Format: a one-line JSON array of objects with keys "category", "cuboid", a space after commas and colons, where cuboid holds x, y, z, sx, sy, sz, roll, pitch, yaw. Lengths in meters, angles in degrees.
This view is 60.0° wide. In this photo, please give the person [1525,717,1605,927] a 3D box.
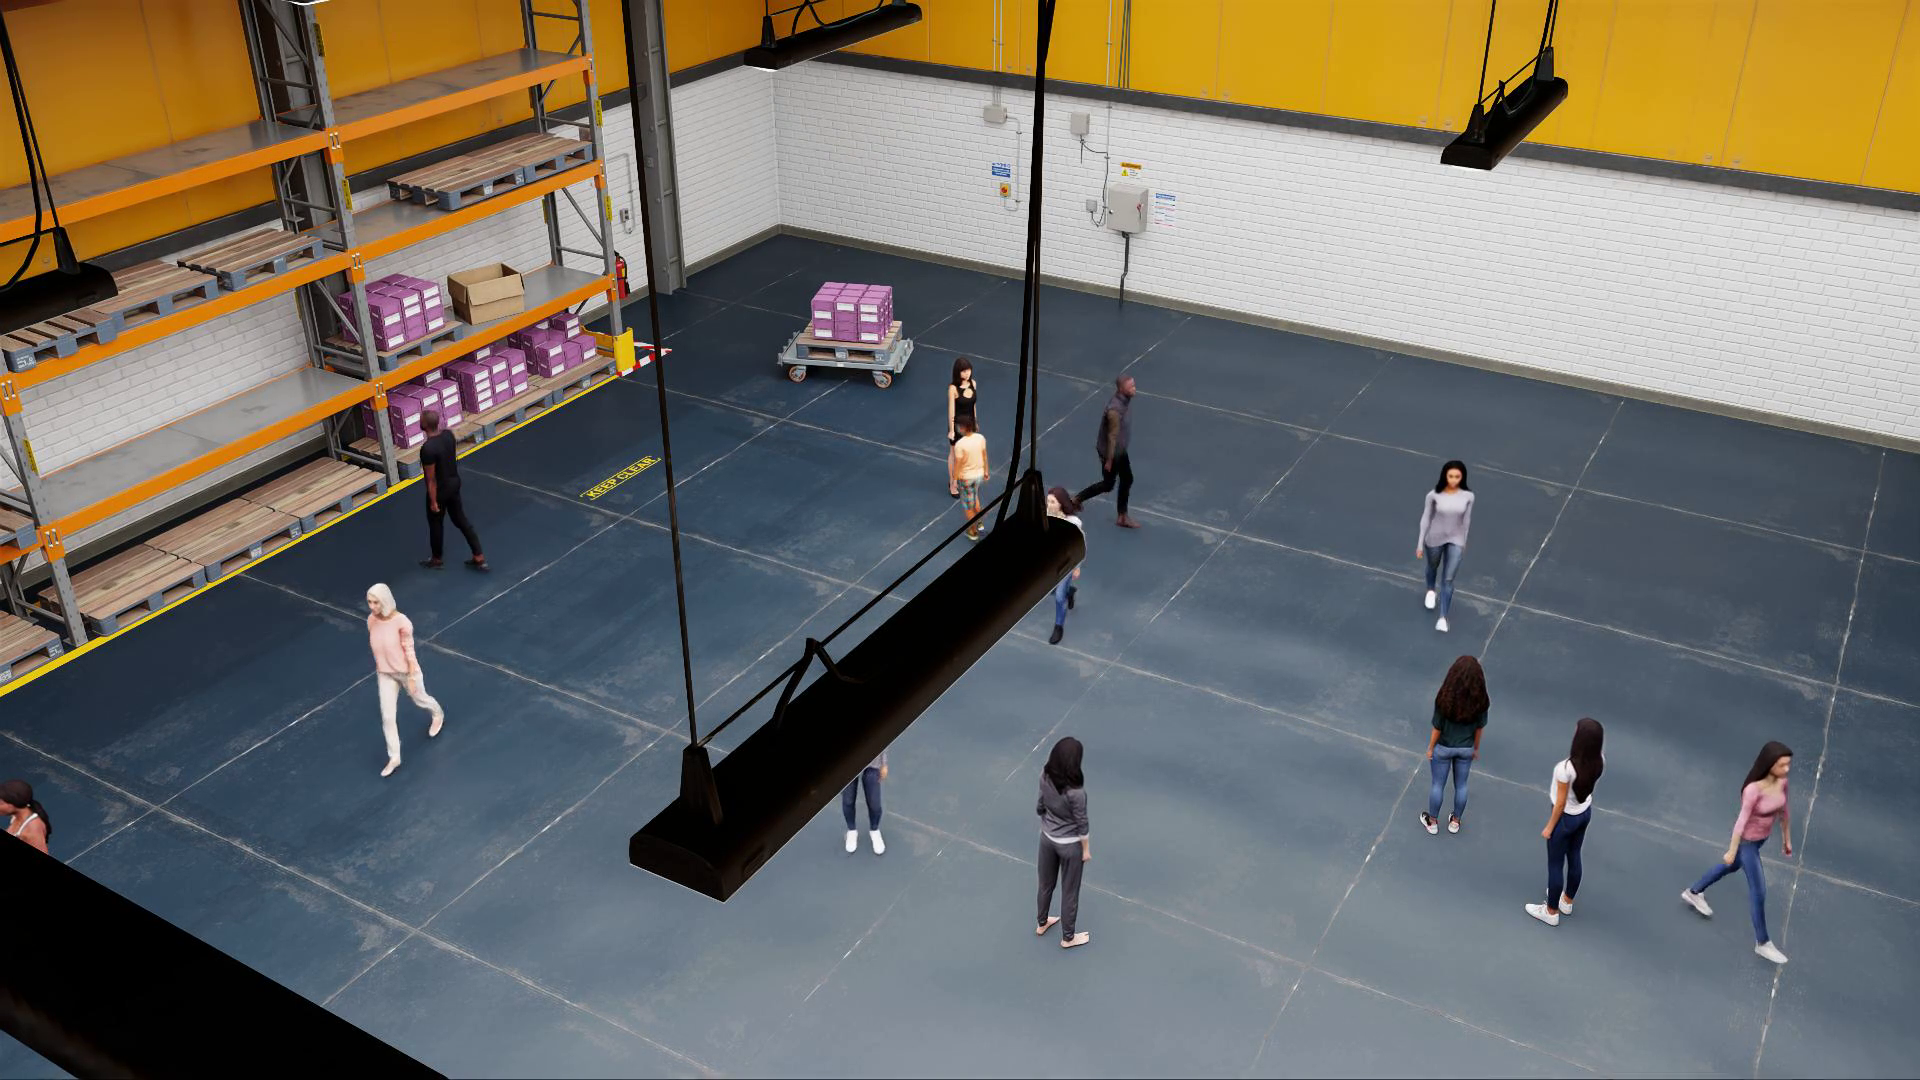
[{"category": "person", "cuboid": [4.516, 2.074, 12.298, 0.604, 1.774, 0.727, -17, 33, -28]}]

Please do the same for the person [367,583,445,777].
[{"category": "person", "cuboid": [-4.725, 1.092, 14.190, 0.828, 1.686, 1.182, 6, 29, 10]}]

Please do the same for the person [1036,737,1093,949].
[{"category": "person", "cuboid": [0.740, 2.188, 12.098, 0.644, 1.764, 0.581, 24, 36, 36]}]

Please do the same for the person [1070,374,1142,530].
[{"category": "person", "cuboid": [1.567, -0.948, 17.809, 0.893, 1.801, 1.061, 9, 30, 16]}]

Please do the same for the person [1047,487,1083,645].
[{"category": "person", "cuboid": [0.988, 0.183, 15.930, 0.627, 1.616, 0.864, 16, 32, 26]}]

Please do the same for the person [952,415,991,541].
[{"category": "person", "cuboid": [0.145, -0.638, 17.618, 0.622, 1.441, 0.711, -16, 32, -26]}]

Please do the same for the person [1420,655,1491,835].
[{"category": "person", "cuboid": [3.938, 1.635, 13.268, 0.704, 1.616, 0.734, 1, 29, 2]}]

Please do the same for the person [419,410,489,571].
[{"category": "person", "cuboid": [-5.197, -0.485, 16.958, 0.837, 1.803, 0.953, 10, 30, 18]}]

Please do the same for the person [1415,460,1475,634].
[{"category": "person", "cuboid": [4.705, -0.011, 16.212, 0.880, 1.686, 1.217, 6, 29, 10]}]

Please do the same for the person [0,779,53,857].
[{"category": "person", "cuboid": [-6.436, 2.400, 11.720, 0.604, 1.755, 0.615, -24, 37, -36]}]

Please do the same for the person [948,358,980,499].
[{"category": "person", "cuboid": [0.020, -1.273, 18.565, 0.541, 1.648, 0.692, -23, 36, -35]}]

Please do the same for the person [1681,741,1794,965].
[{"category": "person", "cuboid": [5.744, 2.170, 12.203, 1.145, 1.696, 1.011, -16, 33, -27]}]
